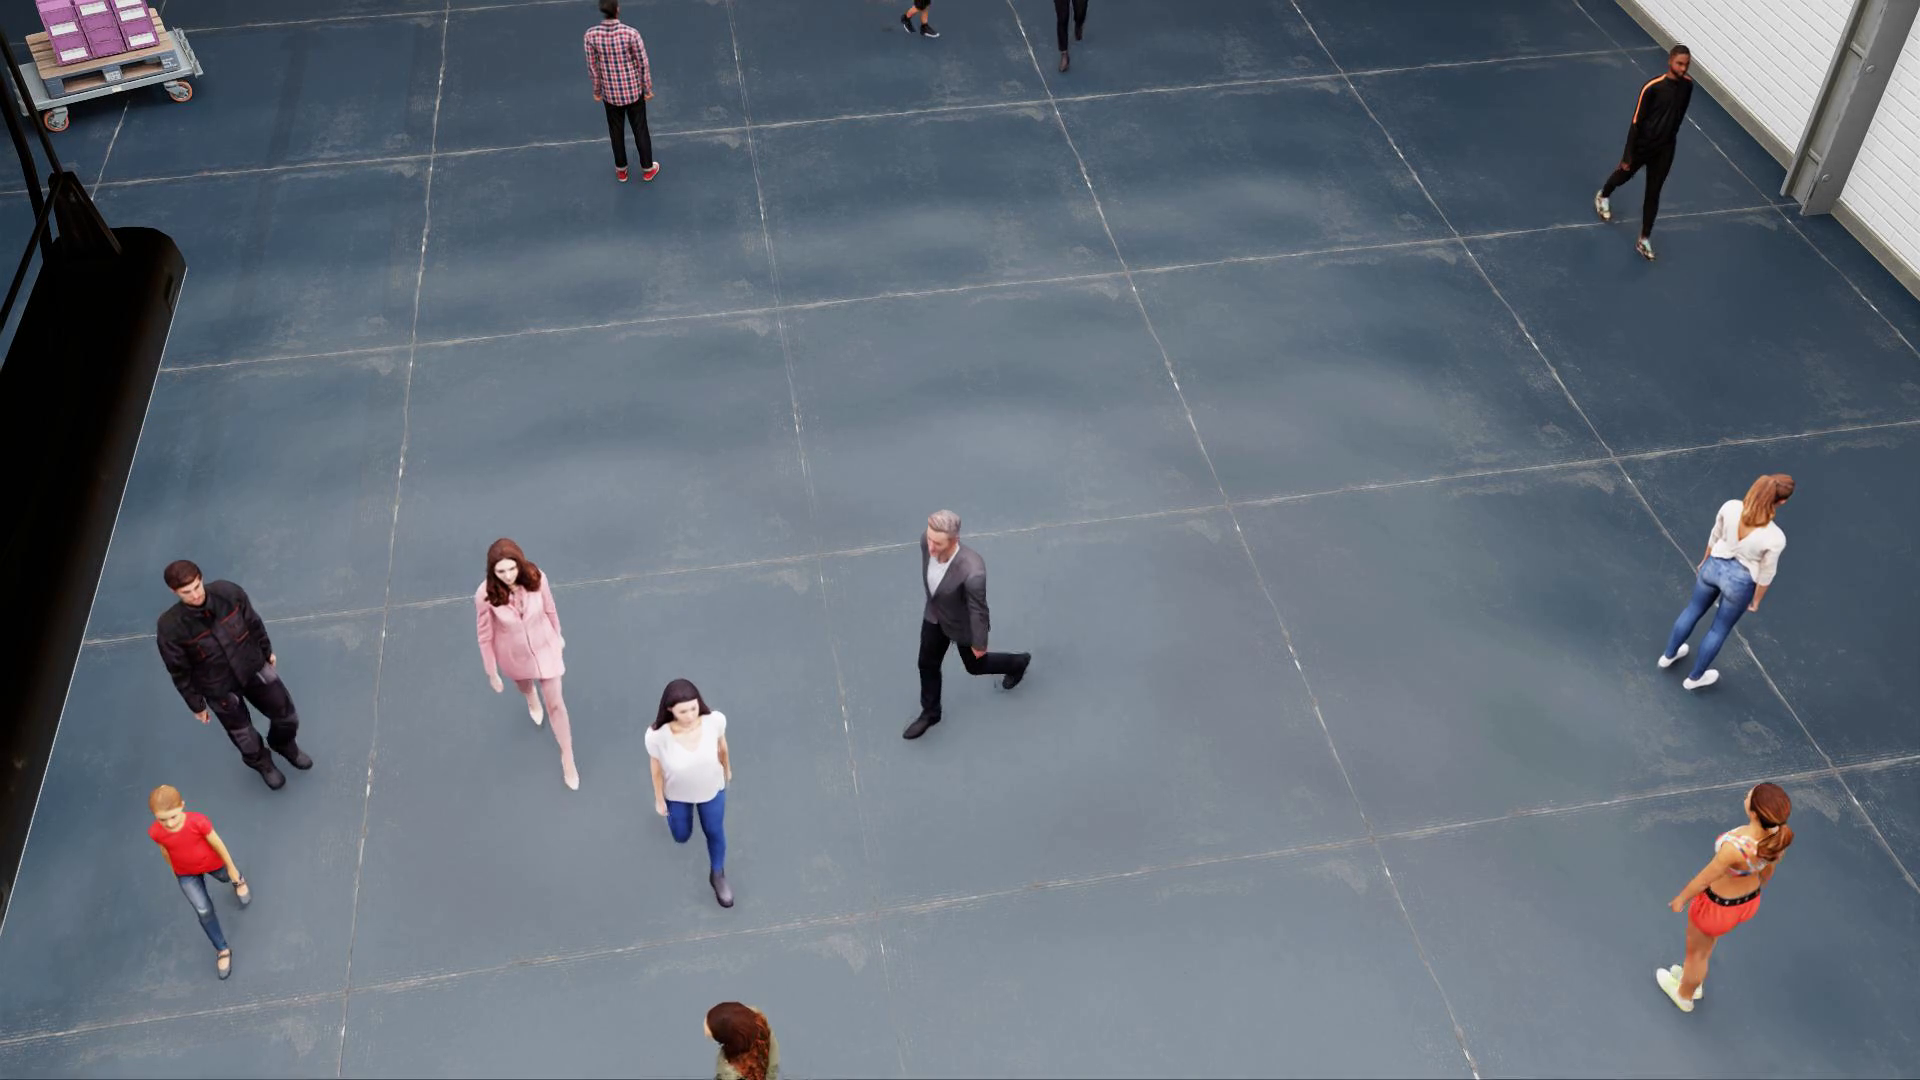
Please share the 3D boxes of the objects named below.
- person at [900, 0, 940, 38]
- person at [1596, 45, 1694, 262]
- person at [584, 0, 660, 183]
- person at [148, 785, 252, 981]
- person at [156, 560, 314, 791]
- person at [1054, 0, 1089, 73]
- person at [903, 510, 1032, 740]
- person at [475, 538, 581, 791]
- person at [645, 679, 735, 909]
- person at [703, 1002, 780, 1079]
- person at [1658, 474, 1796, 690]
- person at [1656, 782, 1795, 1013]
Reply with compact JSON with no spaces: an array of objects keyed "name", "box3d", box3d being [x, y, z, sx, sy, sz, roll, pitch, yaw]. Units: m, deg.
[{"name":"person","box3d":[-0.441,-5.733,16.928,0.715,1.248,0.669,20,47,20]},{"name":"person","box3d":[5.787,-3.368,14.071,0.681,1.765,1.199,-5,44,-5]},{"name":"person","box3d":[-2.995,-3.998,14.736,0.711,1.760,0.619,-2,44,-2]},{"name":"person","box3d":[-4.134,1.715,9.084,0.562,1.284,0.931,-12,45,-13]},{"name":"person","box3d":[-4.293,0.741,9.710,0.874,1.831,0.850,32,52,29]},{"name":"person","box3d":[1.109,-5.496,16.332,0.836,1.728,0.960,9,44,9]},{"name":"person","box3d":[0.036,0.437,10.057,1.202,1.792,1.234,-34,53,-30]},{"name":"person","box3d":[-2.602,0.611,9.905,0.838,1.751,1.186,-17,46,-17]},{"name":"person","box3d":[-1.503,1.329,9.209,0.720,1.670,0.971,-15,46,-16]},{"name":"person","box3d":[-0.933,2.649,7.987,0.905,1.445,0.987,10,45,11]},{"name":"person","box3d":[4.751,0.250,10.301,0.738,1.726,0.595,-25,49,-24]},{"name":"person","box3d":[3.961,1.920,8.507,0.657,1.784,0.653,-15,46,-15]}]
